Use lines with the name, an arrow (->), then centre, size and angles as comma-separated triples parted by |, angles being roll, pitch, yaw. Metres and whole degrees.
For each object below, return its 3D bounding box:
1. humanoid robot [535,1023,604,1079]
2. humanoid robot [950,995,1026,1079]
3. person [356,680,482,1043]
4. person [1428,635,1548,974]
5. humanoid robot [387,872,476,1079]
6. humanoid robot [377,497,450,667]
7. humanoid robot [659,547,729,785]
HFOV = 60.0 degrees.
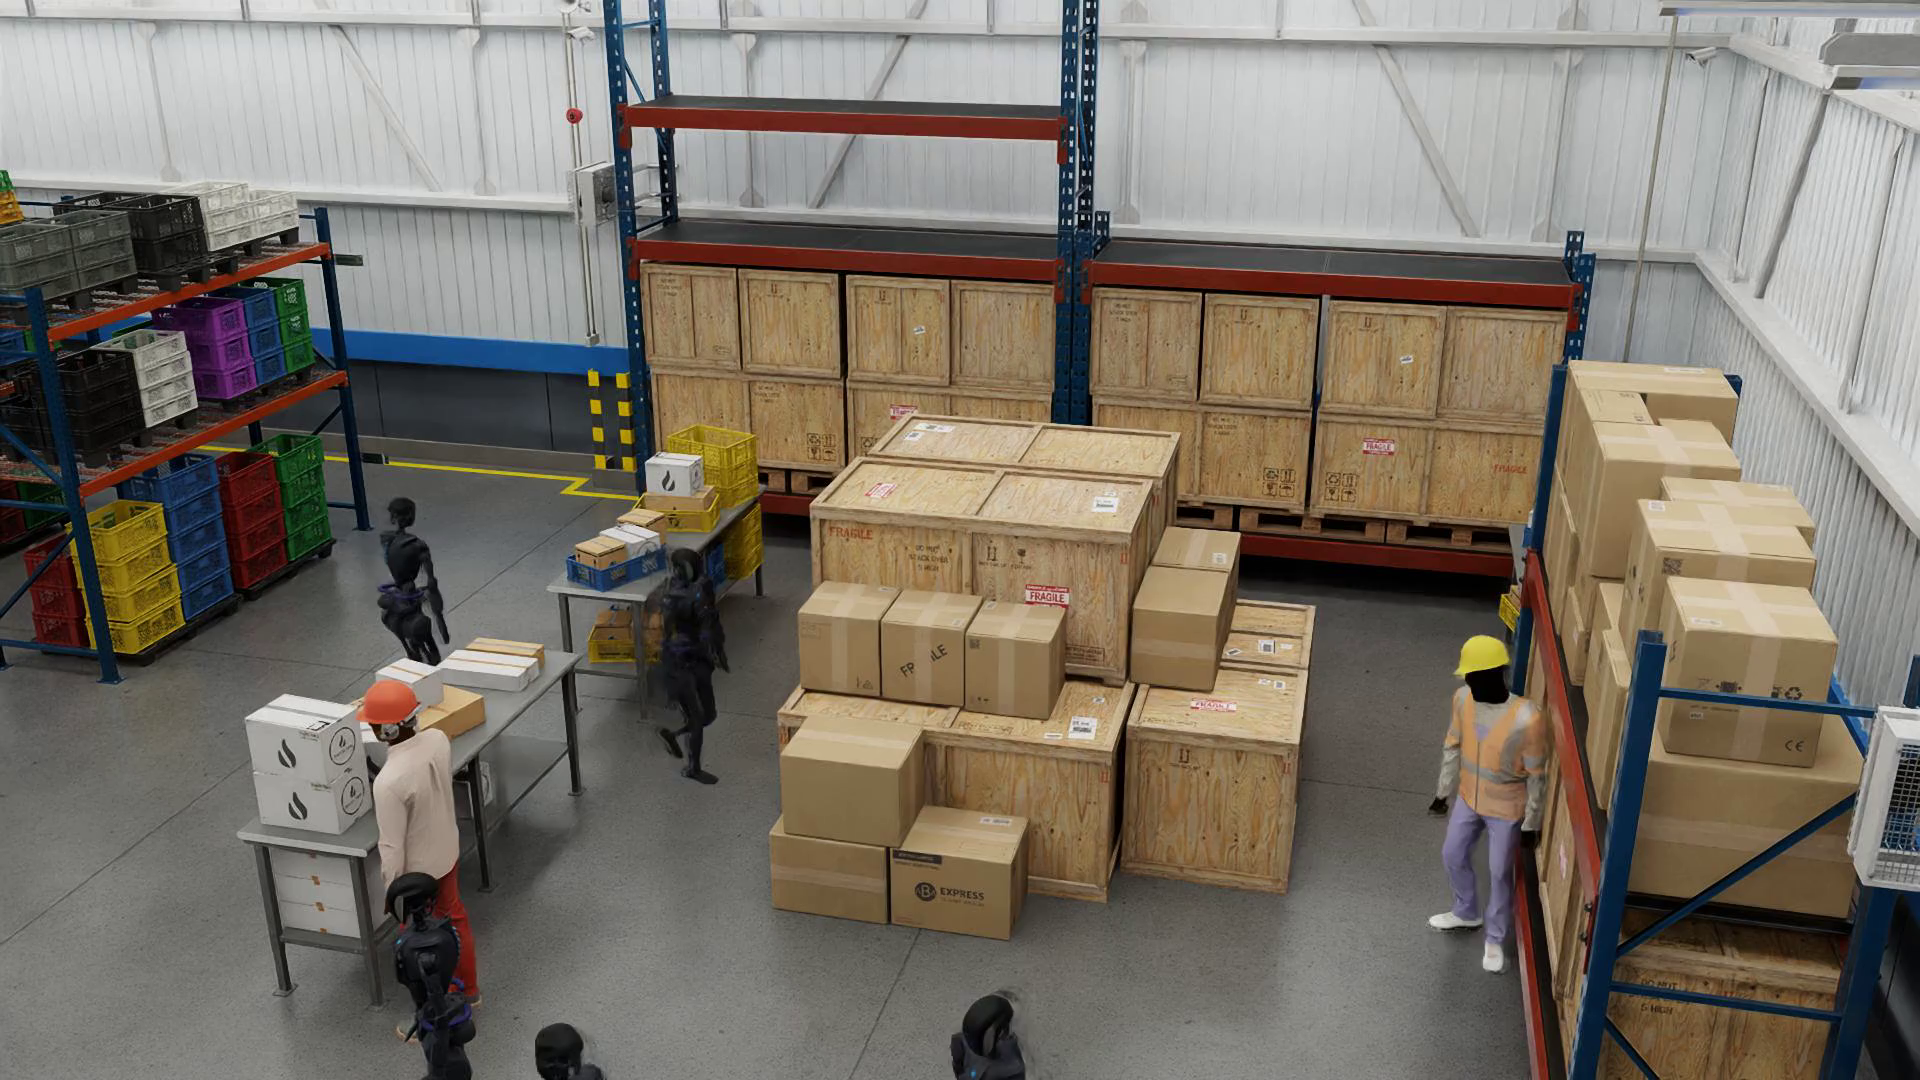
humanoid robot -> -1.354, 2.582, 6.337 | 0.559, 1.625, 0.593 | 6, 22, 15
humanoid robot -> 0.187, 2.501, 6.635 | 0.817, 1.631, 0.601 | -18, 28, -39
person -> -2.749, 1.614, 8.428 | 0.402, 1.987, 0.618 | 5, 21, 13
person -> 2.887, 1.427, 9.058 | 0.387, 1.886, 0.646 | -14, 25, -33
humanoid robot -> -2.299, 2.190, 7.323 | 0.322, 1.657, 0.604 | -9, 23, -23
humanoid robot -> -3.824, 0.480, 11.820 | 0.645, 1.644, 0.499 | 15, 26, 34
humanoid robot -> -1.813, 0.789, 10.995 | 0.482, 1.638, 0.611 | 11, 23, 26
